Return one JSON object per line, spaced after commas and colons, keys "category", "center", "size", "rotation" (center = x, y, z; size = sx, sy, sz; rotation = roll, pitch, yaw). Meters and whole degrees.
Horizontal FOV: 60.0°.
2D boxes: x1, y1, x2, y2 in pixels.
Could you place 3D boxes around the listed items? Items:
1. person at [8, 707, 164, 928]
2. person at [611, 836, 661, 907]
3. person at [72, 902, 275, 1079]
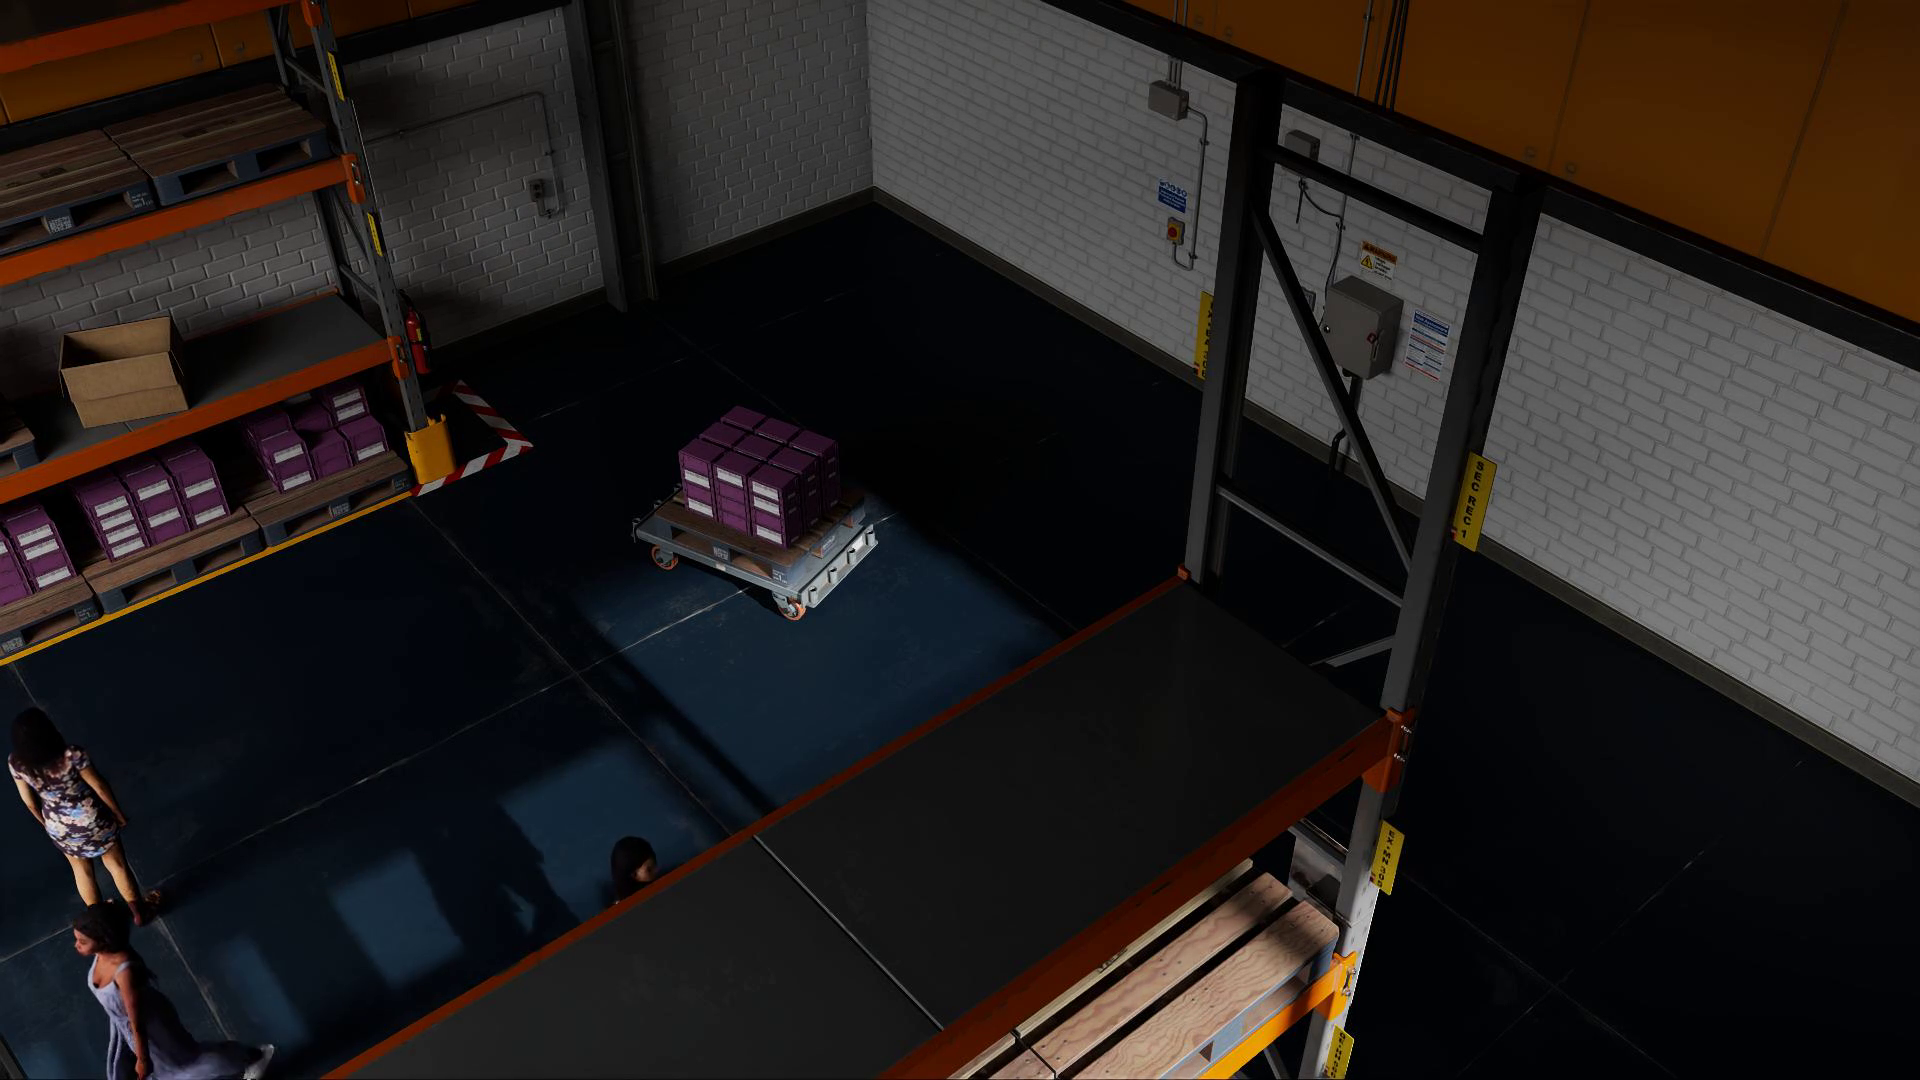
{"category": "person", "center": [-5.001, 1.596, 9.439], "size": [0.626, 1.733, 0.734], "rotation": [-7, 39, -8]}
{"category": "person", "center": [-1.704, 2.177, 8.687], "size": [1.098, 1.765, 1.073], "rotation": [5, 39, 6]}
{"category": "person", "center": [-4.048, 2.422, 8.457], "size": [0.660, 1.668, 1.114], "rotation": [30, 47, 32]}
